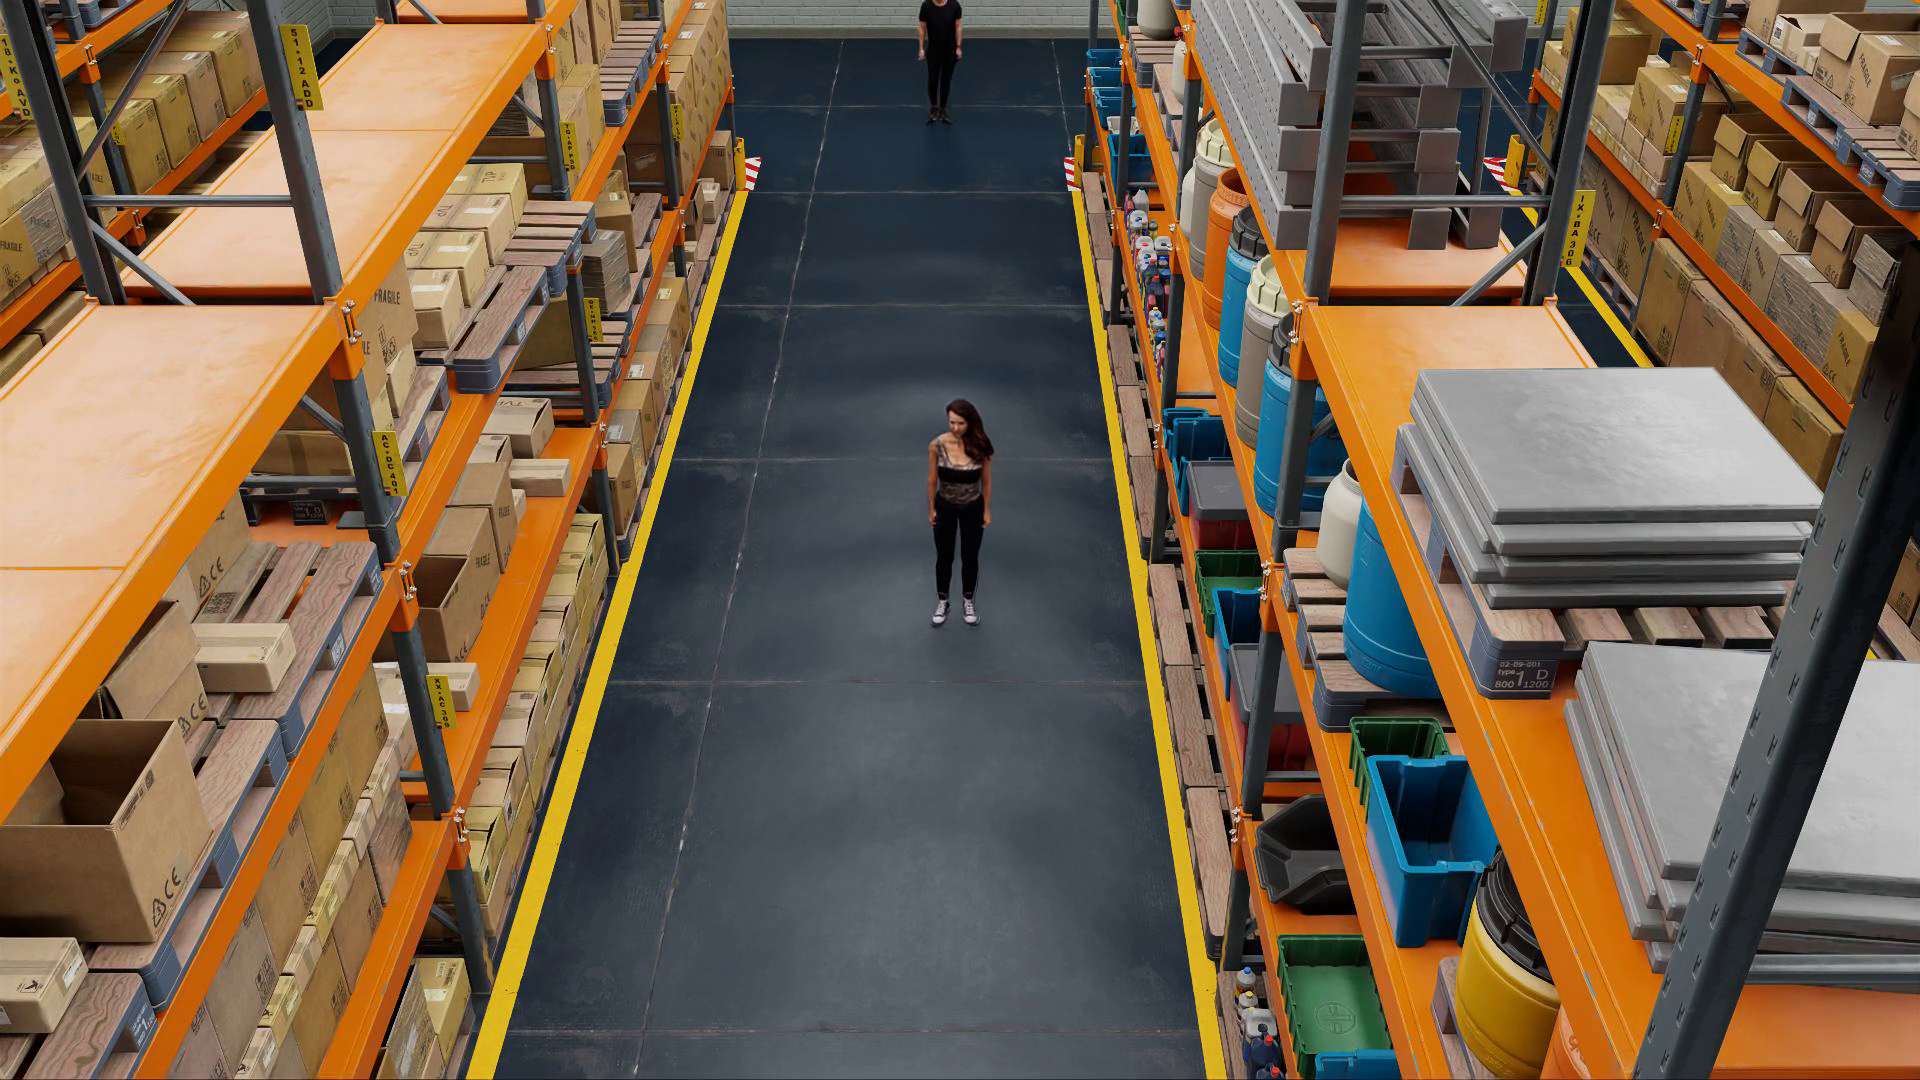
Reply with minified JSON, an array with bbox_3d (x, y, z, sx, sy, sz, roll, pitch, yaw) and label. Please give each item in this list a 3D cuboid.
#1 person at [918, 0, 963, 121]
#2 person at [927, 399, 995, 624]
[{"bbox_3d":[-0.228,-6.034,20.381,0.693,1.837,0.651,-1,33,-1],"label":"person"},{"bbox_3d":[-0.004,-0.199,11.473,0.607,1.767,0.559,1,33,2],"label":"person"}]
